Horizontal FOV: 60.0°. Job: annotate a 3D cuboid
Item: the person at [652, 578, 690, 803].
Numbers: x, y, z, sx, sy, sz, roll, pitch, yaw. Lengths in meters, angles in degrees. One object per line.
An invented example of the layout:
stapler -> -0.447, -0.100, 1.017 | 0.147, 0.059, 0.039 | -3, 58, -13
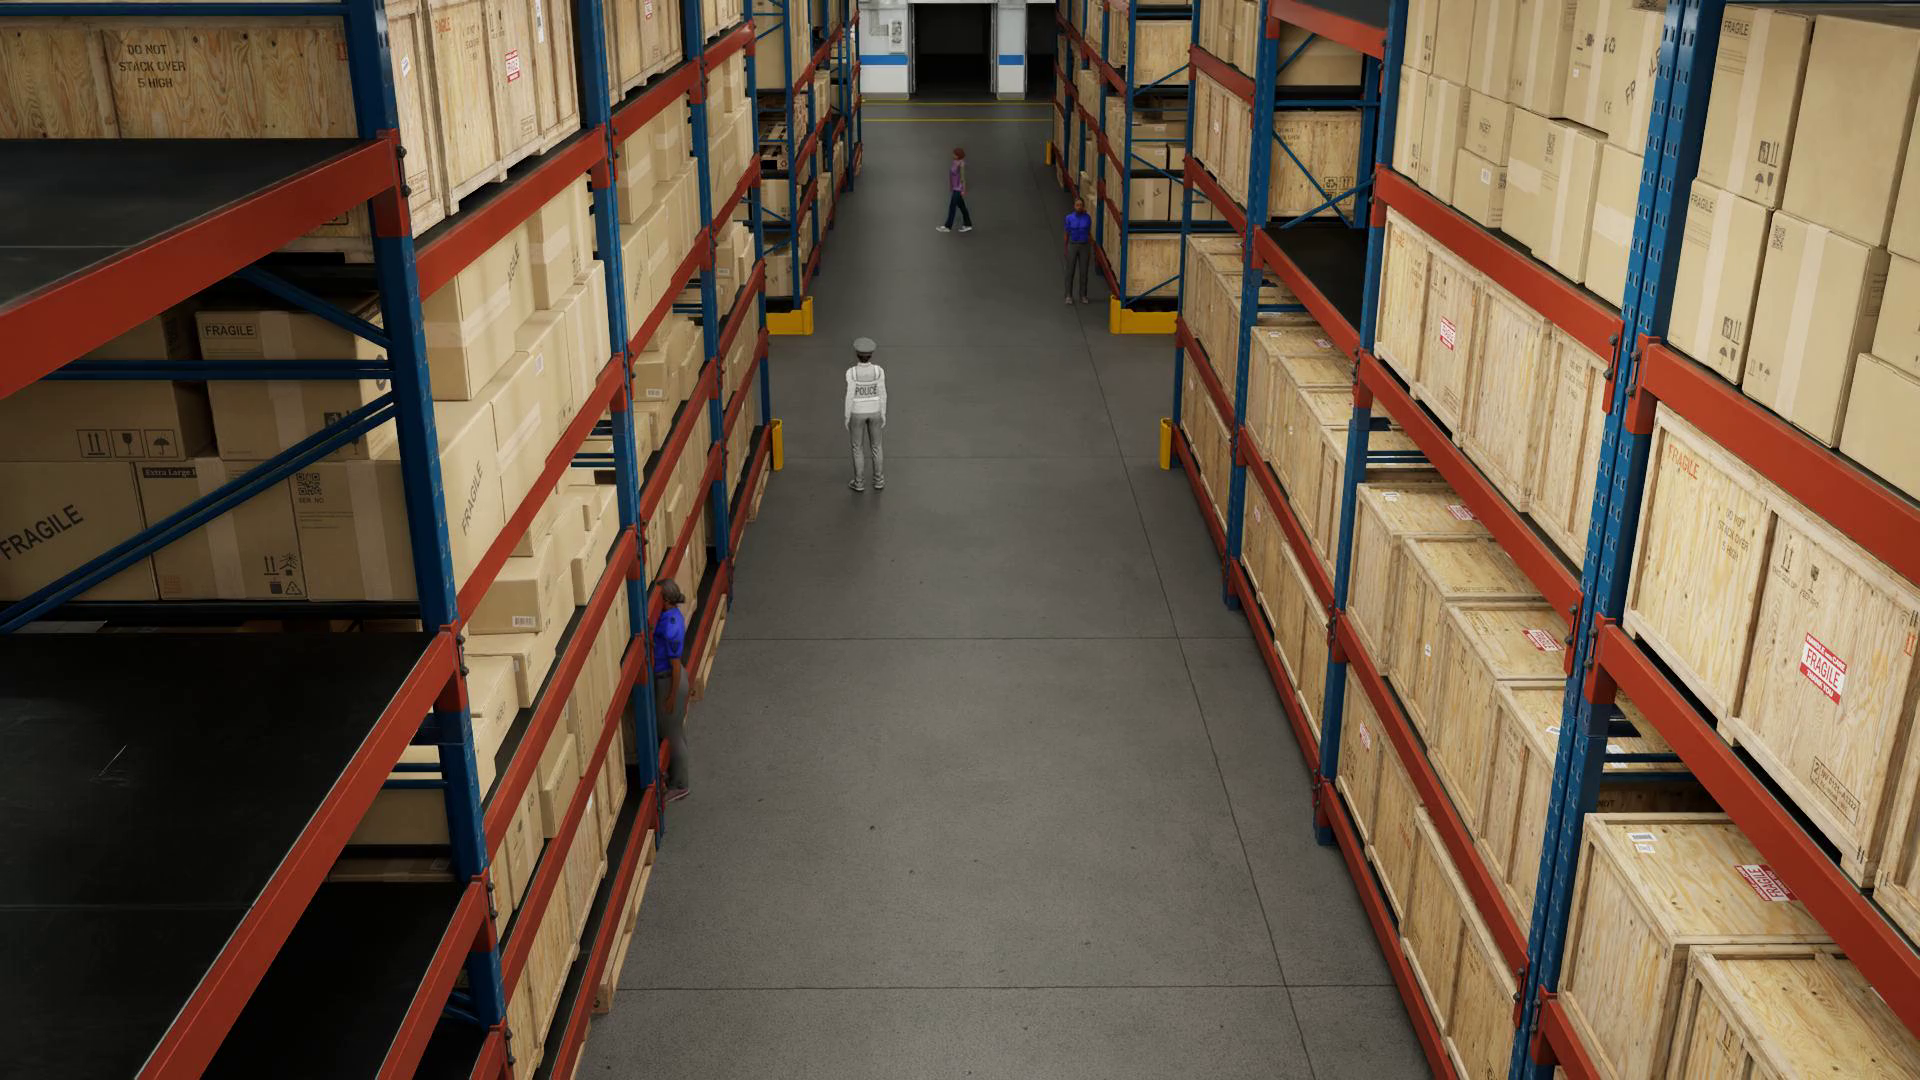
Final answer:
person -> -2.122, 1.059, 11.986 | 0.374, 1.677, 0.457 | -4, 22, -10

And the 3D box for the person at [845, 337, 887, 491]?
person -> -1.033, -1.365, 18.081 | 0.468, 1.692, 0.344 | -7, 22, -16

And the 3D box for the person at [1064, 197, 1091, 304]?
person -> 1.870, -4.572, 26.256 | 0.439, 1.658, 0.342 | -4, 22, -9

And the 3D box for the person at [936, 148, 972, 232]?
person -> -0.121, -6.644, 31.584 | 0.743, 1.591, 0.424 | -5, 22, -13
